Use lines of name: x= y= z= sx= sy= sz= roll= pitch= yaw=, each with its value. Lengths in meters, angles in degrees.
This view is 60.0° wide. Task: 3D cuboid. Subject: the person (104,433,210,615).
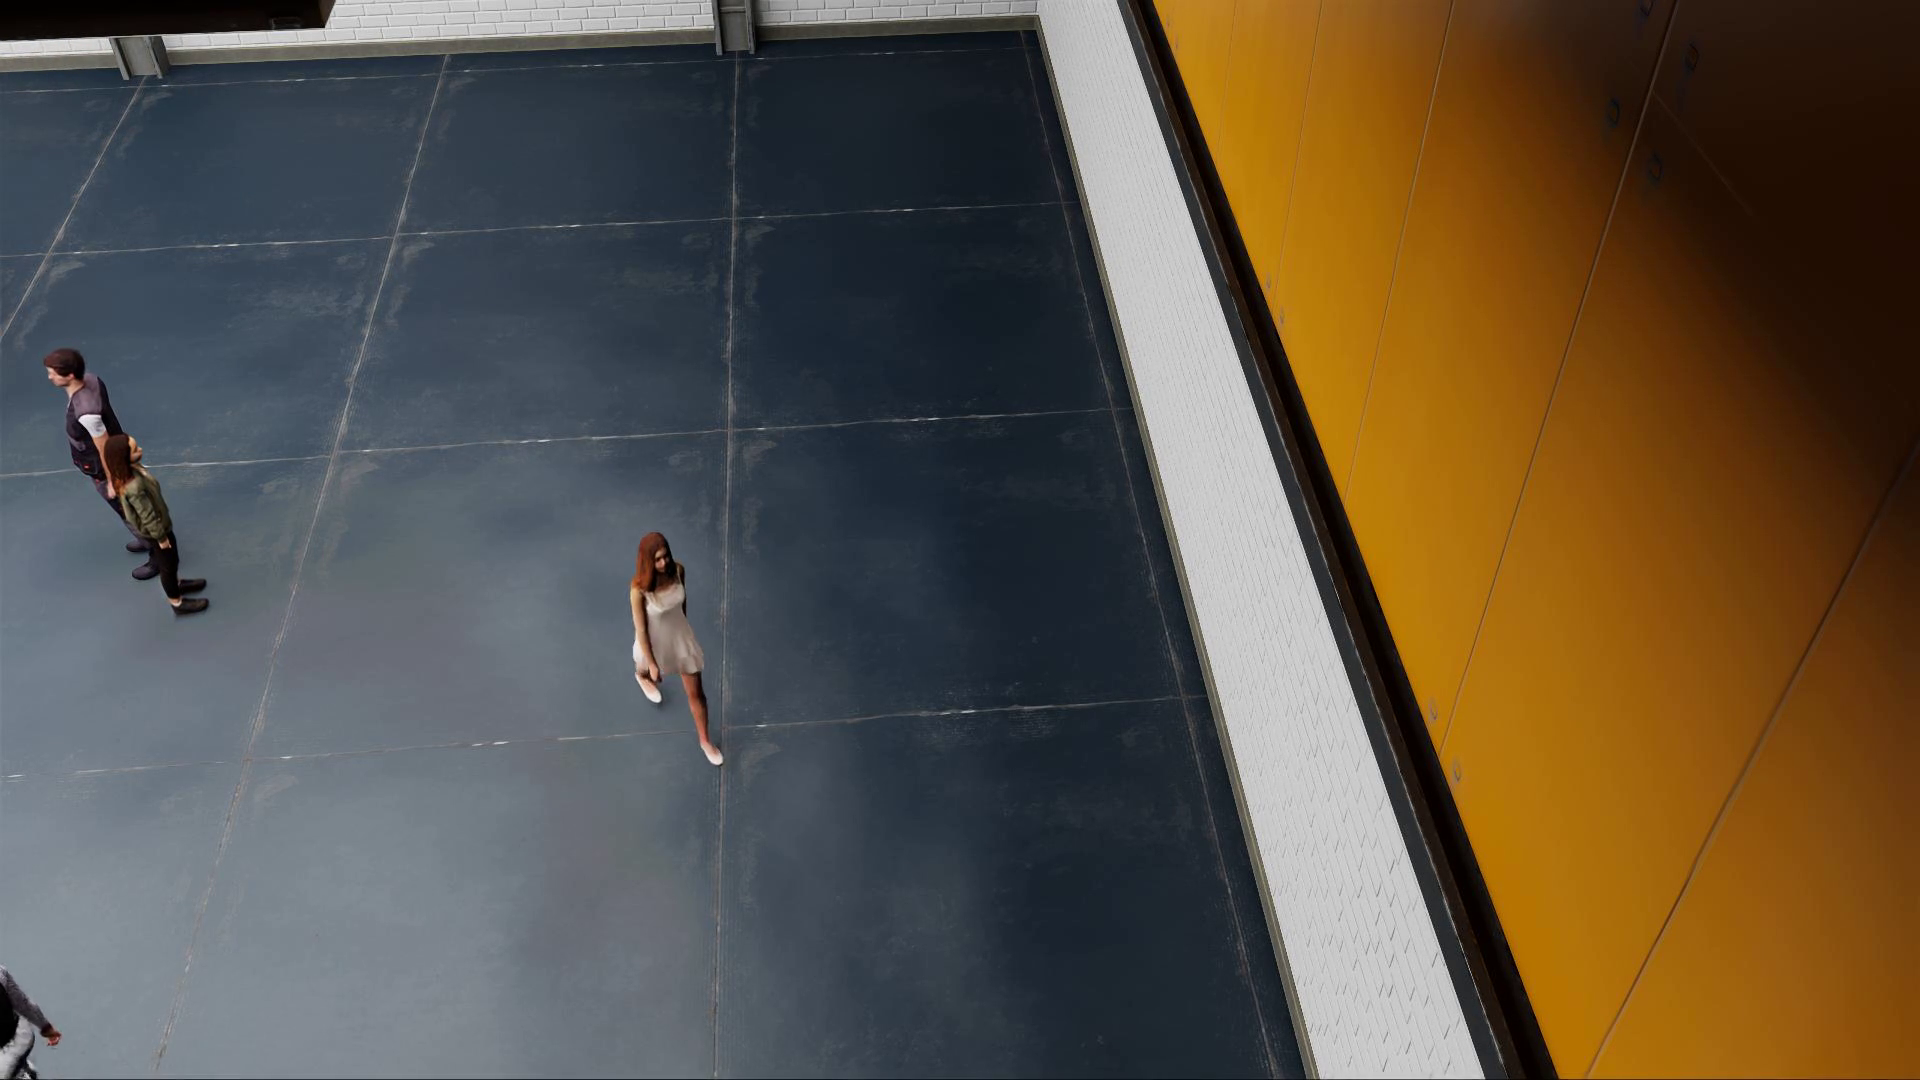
person: x=-5.361 y=-0.122 z=11.041 sx=0.633 sy=1.475 sz=0.642 roll=-21 pitch=47 yaw=-20

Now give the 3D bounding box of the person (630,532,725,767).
person: x=-1.860 y=0.565 z=10.180 sx=1.165 sy=1.669 sz=1.025 roll=-27 pitch=50 yaw=-25

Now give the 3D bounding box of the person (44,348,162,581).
person: x=-5.718 y=-0.533 z=11.203 sx=0.698 sy=1.849 sz=0.734 roll=-18 pitch=47 yaw=-18
